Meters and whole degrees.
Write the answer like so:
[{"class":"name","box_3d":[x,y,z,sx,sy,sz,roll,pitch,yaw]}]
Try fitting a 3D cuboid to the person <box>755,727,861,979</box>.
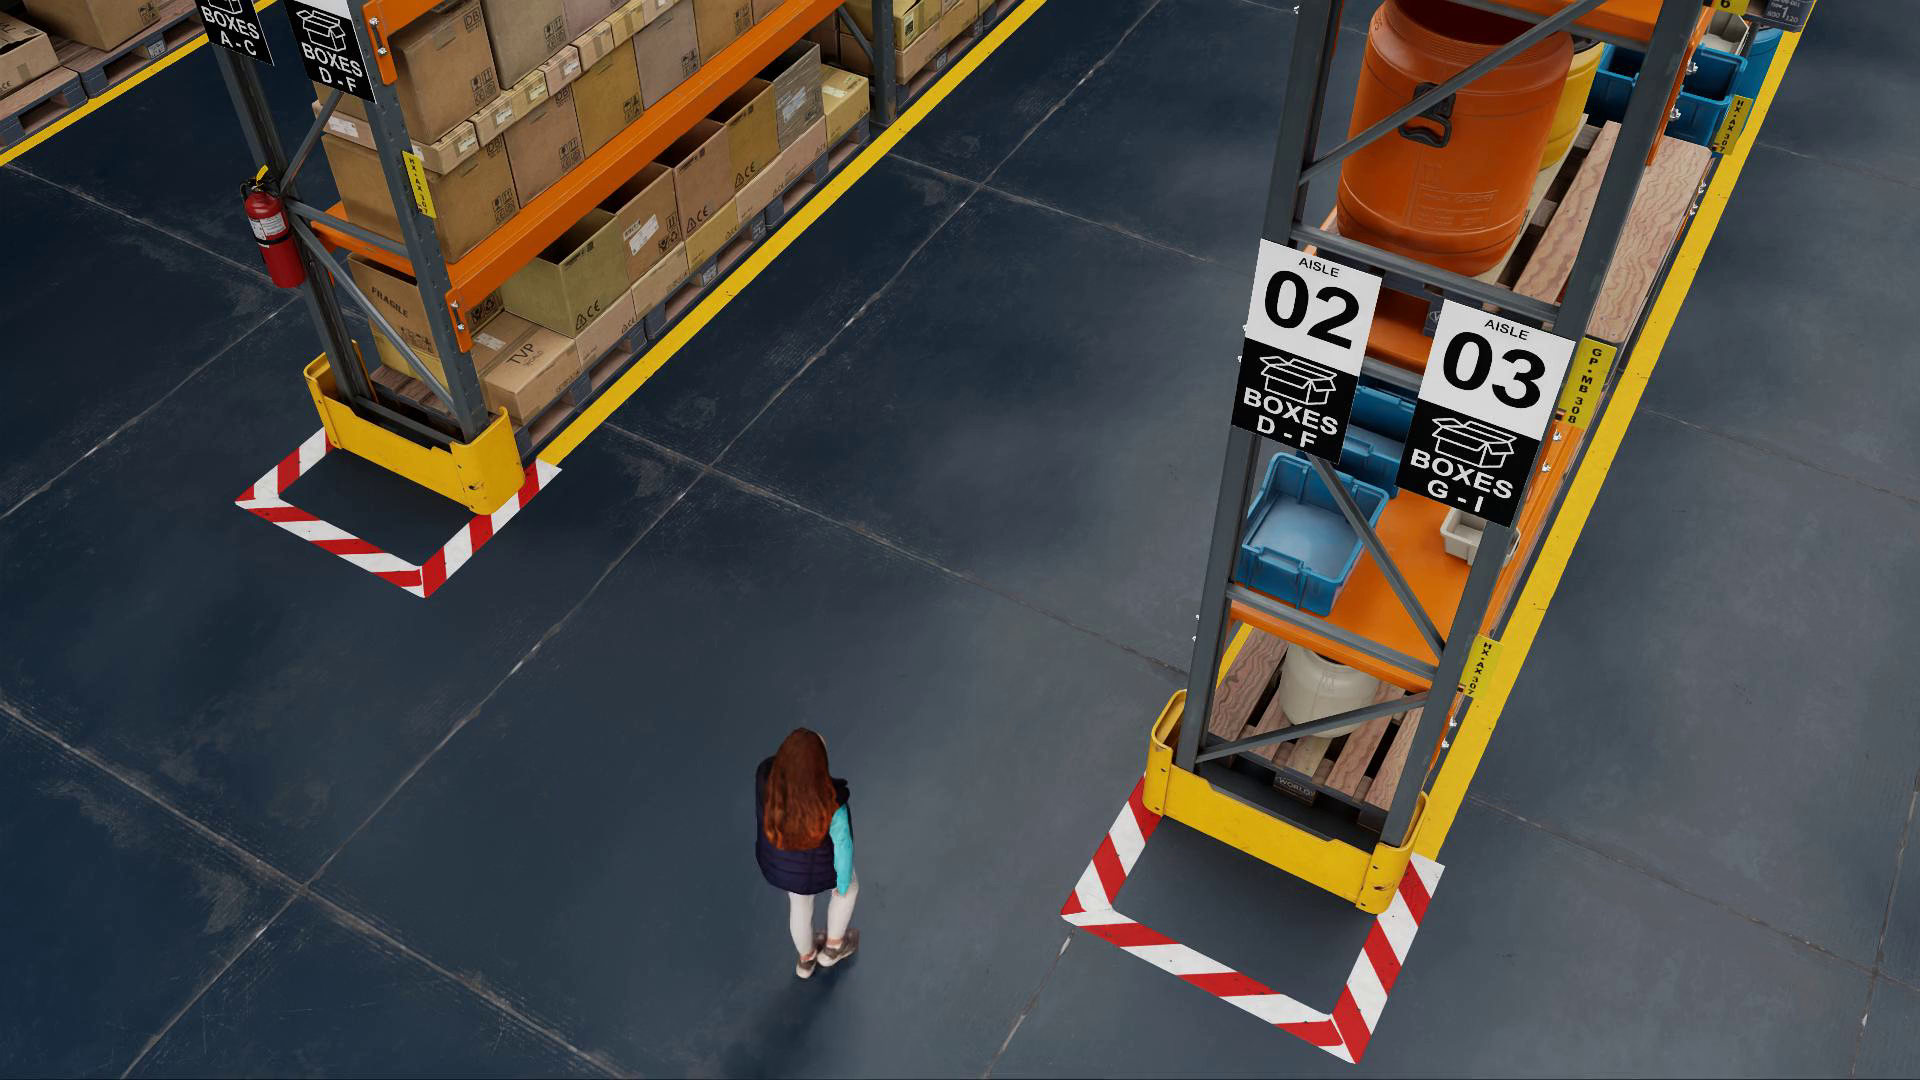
[{"class":"person","box_3d":[-0.624,1.277,6.439,0.592,1.490,0.615,18,50,16]}]
